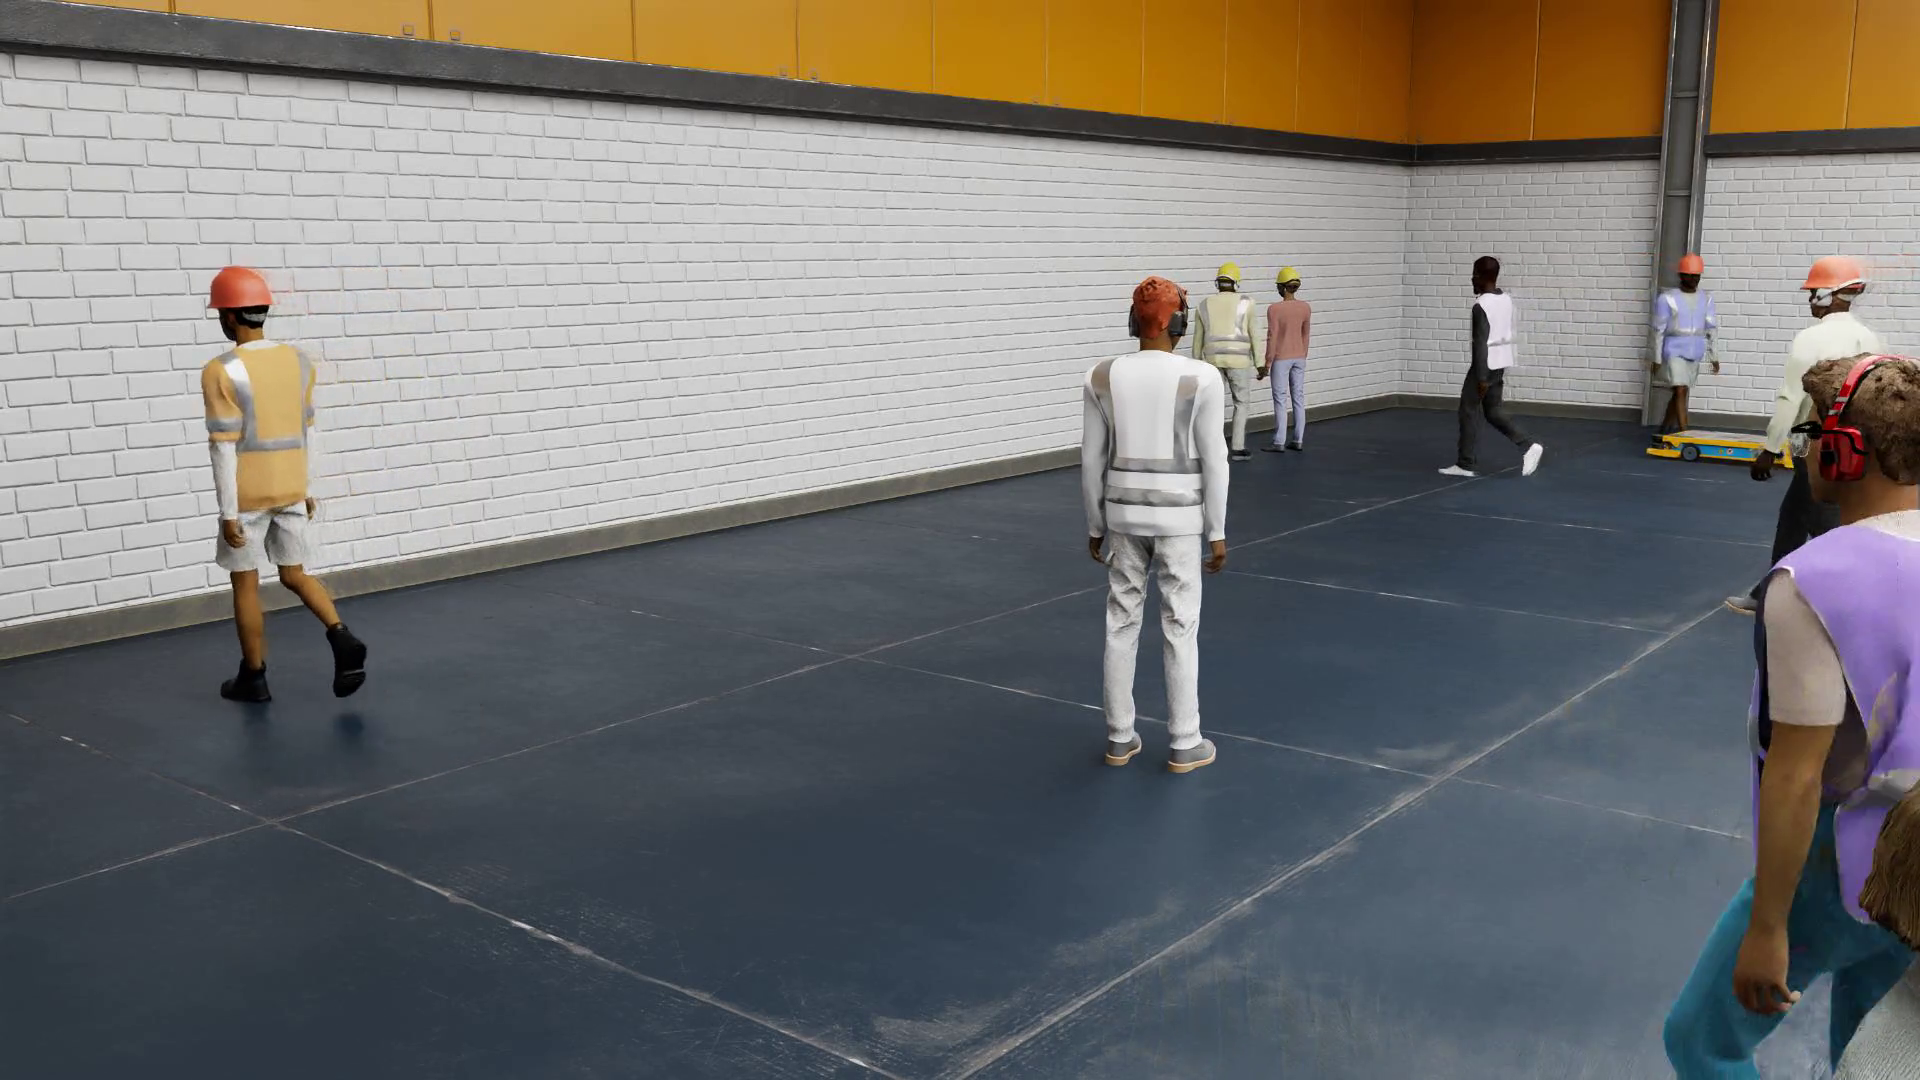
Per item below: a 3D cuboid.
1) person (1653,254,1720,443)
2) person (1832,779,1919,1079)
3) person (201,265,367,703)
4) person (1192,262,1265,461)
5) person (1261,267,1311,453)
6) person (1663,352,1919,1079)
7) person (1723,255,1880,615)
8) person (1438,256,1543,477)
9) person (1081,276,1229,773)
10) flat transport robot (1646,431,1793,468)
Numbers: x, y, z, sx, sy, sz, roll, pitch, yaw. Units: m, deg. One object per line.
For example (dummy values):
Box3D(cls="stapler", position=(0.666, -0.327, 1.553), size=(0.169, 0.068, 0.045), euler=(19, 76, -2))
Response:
Box3D(cls="person", position=(6.994, -1.796, 16.025), size=(0.560, 1.886, 1.013), euler=(0, 10, -2))
Box3D(cls="person", position=(0.815, 0.902, 1.531), size=(0.683, 1.722, 0.488), euler=(10, 14, 43))
Box3D(cls="person", position=(-2.949, -0.210, 7.135), size=(0.725, 1.924, 0.555), euler=(6, 12, 31))
Box3D(cls="person", position=(2.471, -1.626, 15.274), size=(0.672, 1.820, 0.430), euler=(5, 12, 28))
Box3D(cls="person", position=(3.115, -1.715, 15.897), size=(0.523, 1.769, 0.309), euler=(-6, 12, -31))
Box3D(cls="person", position=(1.520, 0.590, 2.936), size=(0.607, 1.825, 0.551), euler=(-5, 11, -27))
Box3D(cls="person", position=(4.465, -0.475, 8.527), size=(0.613, 1.959, 0.994), euler=(-7, 12, -34))
Box3D(cls="person", position=(4.539, -1.459, 14.129), size=(0.776, 1.896, 0.596), euler=(9, 14, 42))
Box3D(cls="person", position=(0.746, -0.051, 6.348), size=(0.572, 1.884, 0.355), euler=(5, 11, 26))
Box3D(cls="flat transport robot", position=(7.125, -0.842, 15.201), size=(1.431, 0.197, 0.652), euler=(10, 14, 43))
